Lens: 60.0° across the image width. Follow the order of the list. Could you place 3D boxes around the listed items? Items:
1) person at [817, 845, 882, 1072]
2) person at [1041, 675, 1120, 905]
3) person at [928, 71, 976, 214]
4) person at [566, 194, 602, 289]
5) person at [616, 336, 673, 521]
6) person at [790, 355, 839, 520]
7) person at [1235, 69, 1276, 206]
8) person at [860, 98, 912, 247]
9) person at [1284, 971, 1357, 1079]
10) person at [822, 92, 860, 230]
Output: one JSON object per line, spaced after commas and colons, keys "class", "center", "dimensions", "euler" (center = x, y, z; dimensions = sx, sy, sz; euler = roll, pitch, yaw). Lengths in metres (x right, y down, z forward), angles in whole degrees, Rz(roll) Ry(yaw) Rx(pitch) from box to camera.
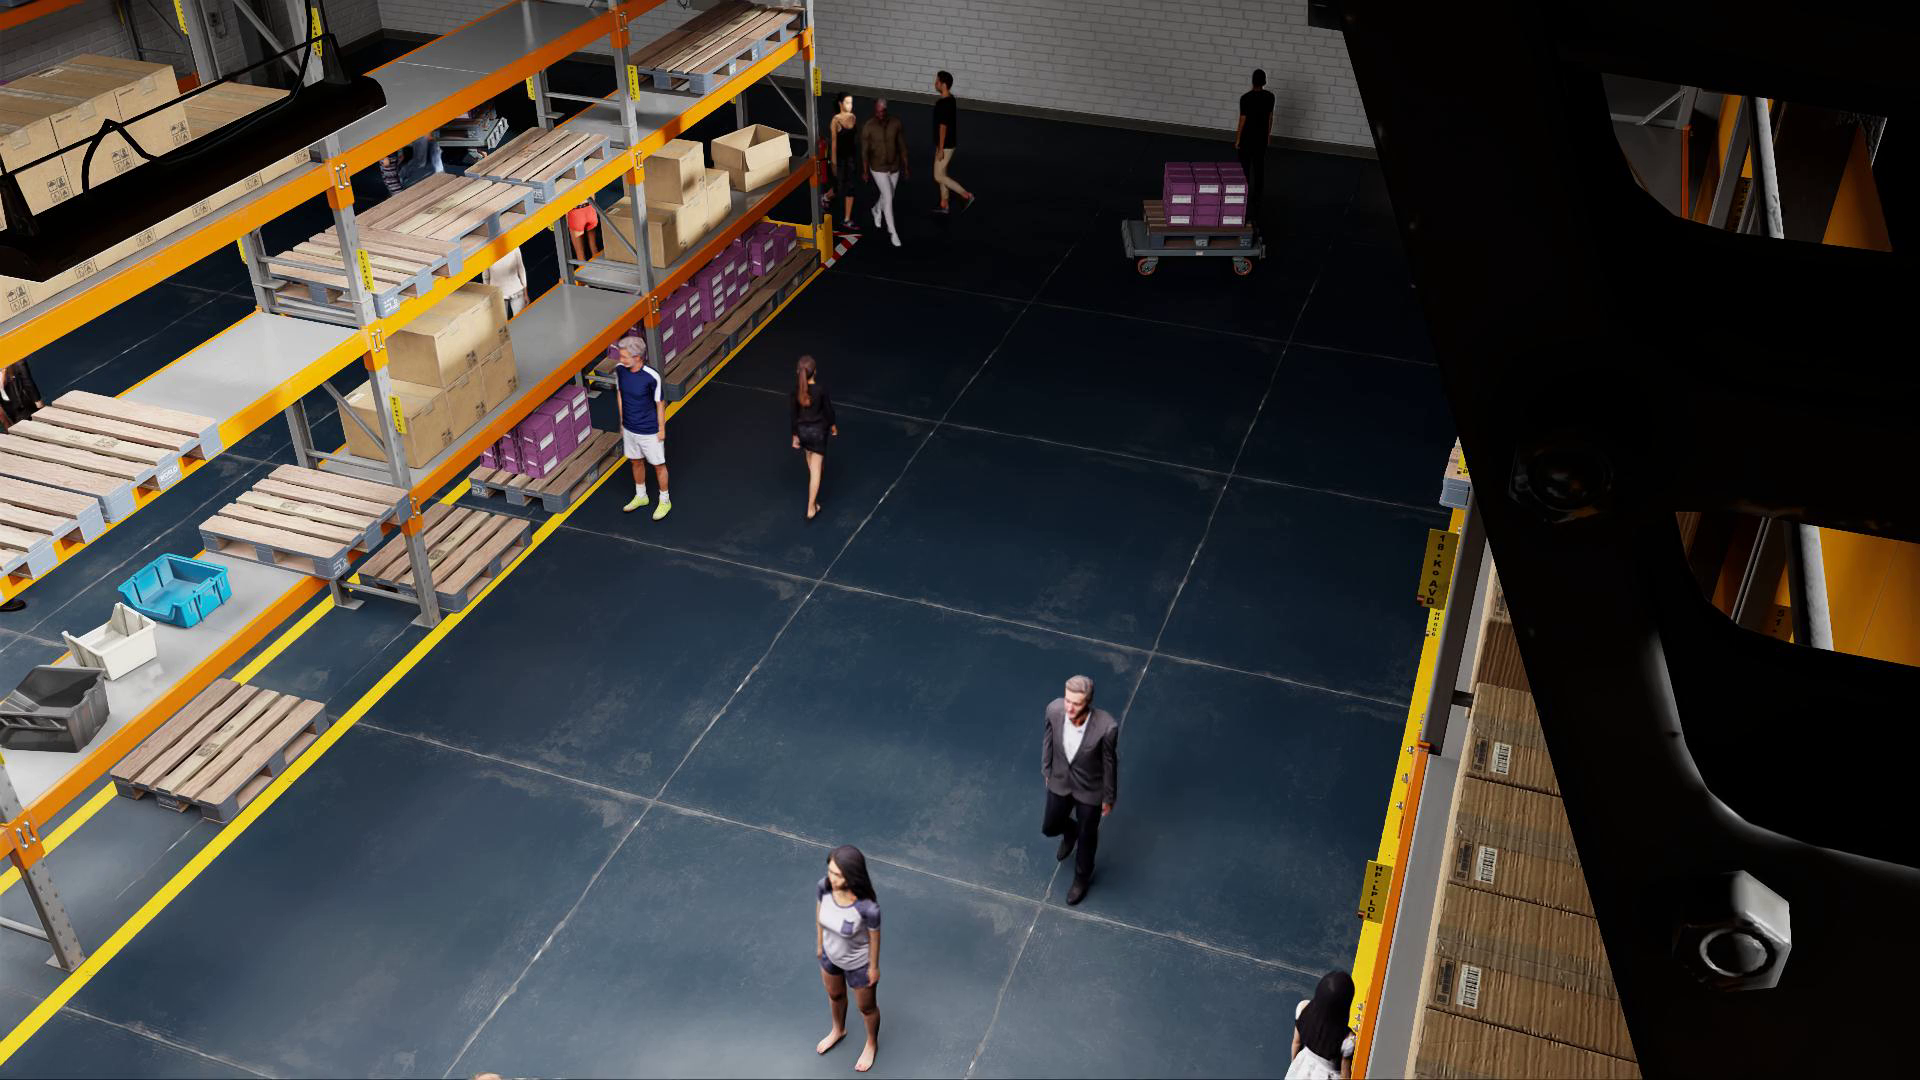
{"class": "person", "center": [-0.651, 2.459, 9.883], "dimensions": [0.640, 1.706, 0.600], "euler": [20, 38, 27]}
{"class": "person", "center": [0.827, 1.584, 11.092], "dimensions": [0.767, 1.823, 0.800], "euler": [15, 36, 21]}
{"class": "person", "center": [-0.104, -4.955, 20.914], "dimensions": [0.840, 1.840, 0.868], "euler": [3, 34, 4]}
{"class": "person", "center": [-4.342, -3.715, 19.098], "dimensions": [0.706, 1.787, 0.593], "euler": [29, 43, 36]}
{"class": "person", "center": [-2.866, -1.045, 15.040], "dimensions": [0.654, 1.831, 0.584], "euler": [15, 37, 22]}
{"class": "person", "center": [-1.352, -0.925, 15.145], "dimensions": [0.636, 1.516, 1.078], "euler": [6, 34, 9]}
{"class": "person", "center": [3.750, -5.148, 21.280], "dimensions": [0.715, 1.757, 0.744], "euler": [-10, 35, -14]}
{"class": "person", "center": [-0.944, -4.574, 20.387], "dimensions": [1.212, 1.791, 1.260], "euler": [-17, 37, -24]}
{"class": "person", "center": [1.938, 3.000, 9.012], "dimensions": [0.802, 1.769, 0.777], "euler": [-24, 41, -32]}
{"class": "person", "center": [-1.505, -4.745, 20.717], "dimensions": [0.935, 1.709, 0.898], "euler": [-26, 41, -33]}
